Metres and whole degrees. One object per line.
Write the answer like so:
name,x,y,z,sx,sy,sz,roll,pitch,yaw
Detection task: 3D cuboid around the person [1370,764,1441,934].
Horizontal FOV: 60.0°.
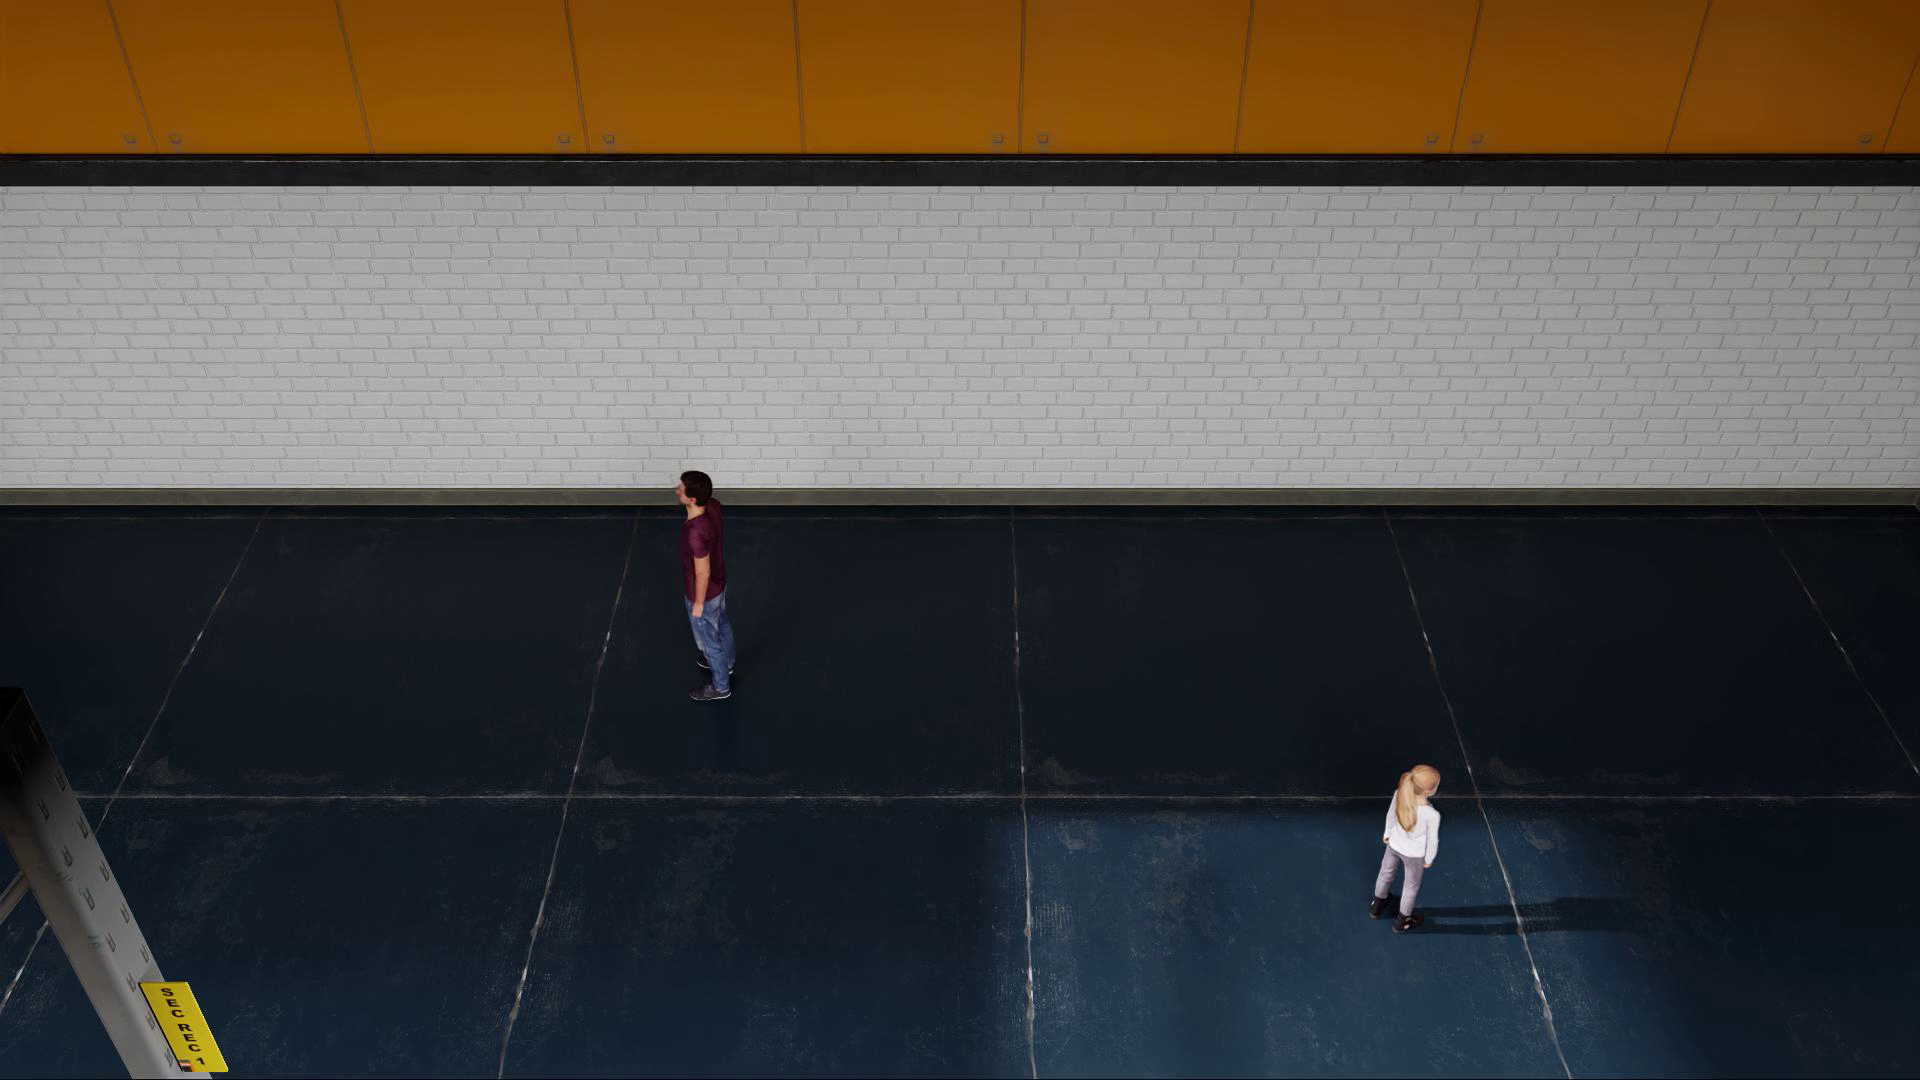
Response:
person,2.631,1.809,9.794,0.638,1.278,0.572,-28,46,-30

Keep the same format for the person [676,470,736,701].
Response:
person,-1.717,0.285,11.237,0.711,1.859,0.495,2,39,2
